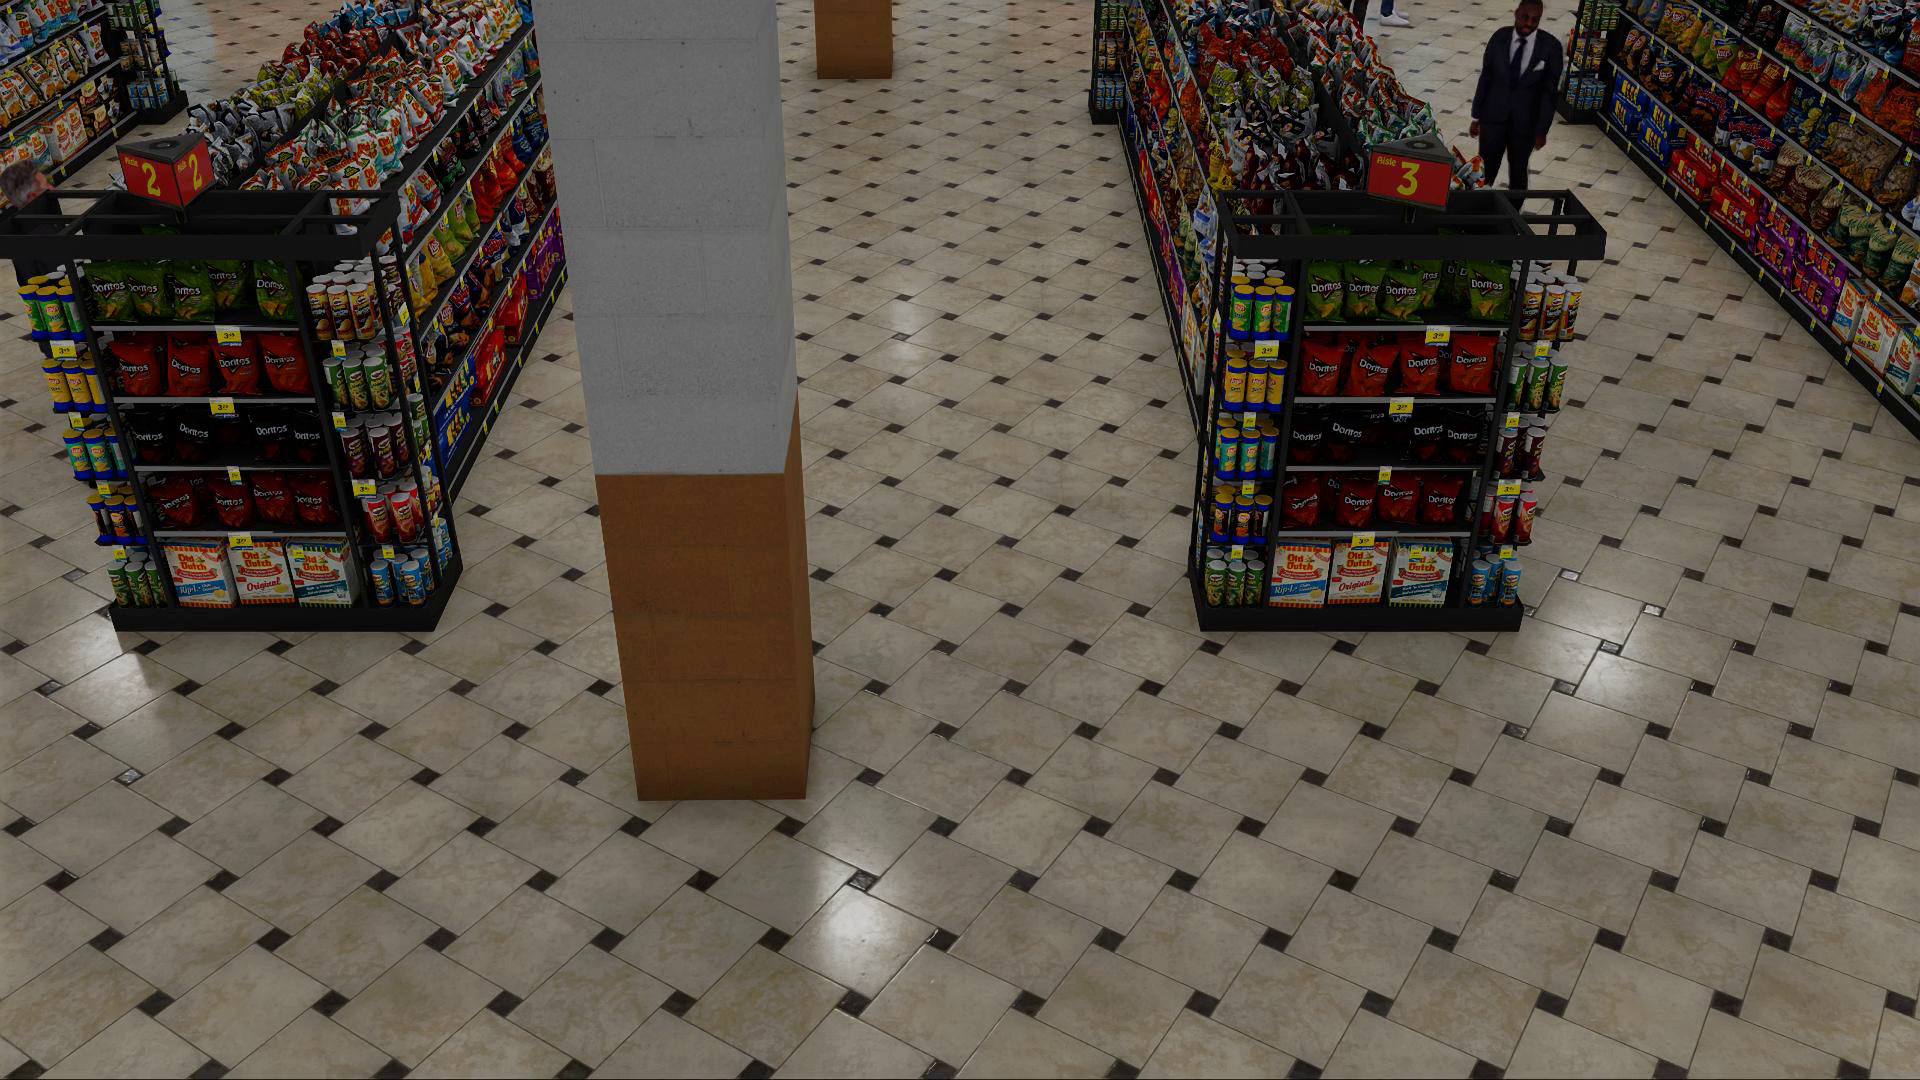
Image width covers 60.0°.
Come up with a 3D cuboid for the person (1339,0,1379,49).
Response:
[{"bbox_3d":[3.873,-5.674,16.011,0.812,1.829,0.618,-9,33,-14],"label":"person"}]

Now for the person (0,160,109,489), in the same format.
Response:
[{"bbox_3d":[-4.586,-1.074,8.607,0.802,1.842,0.831,23,38,32],"label":"person"}]

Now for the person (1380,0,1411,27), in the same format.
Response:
[{"bbox_3d":[4.452,-6.176,16.787,0.800,1.862,0.591,6,32,9],"label":"person"}]

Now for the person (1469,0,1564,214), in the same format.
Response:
[{"bbox_3d":[3.859,-2.918,11.619,1.083,1.790,1.347,17,36,25],"label":"person"}]
